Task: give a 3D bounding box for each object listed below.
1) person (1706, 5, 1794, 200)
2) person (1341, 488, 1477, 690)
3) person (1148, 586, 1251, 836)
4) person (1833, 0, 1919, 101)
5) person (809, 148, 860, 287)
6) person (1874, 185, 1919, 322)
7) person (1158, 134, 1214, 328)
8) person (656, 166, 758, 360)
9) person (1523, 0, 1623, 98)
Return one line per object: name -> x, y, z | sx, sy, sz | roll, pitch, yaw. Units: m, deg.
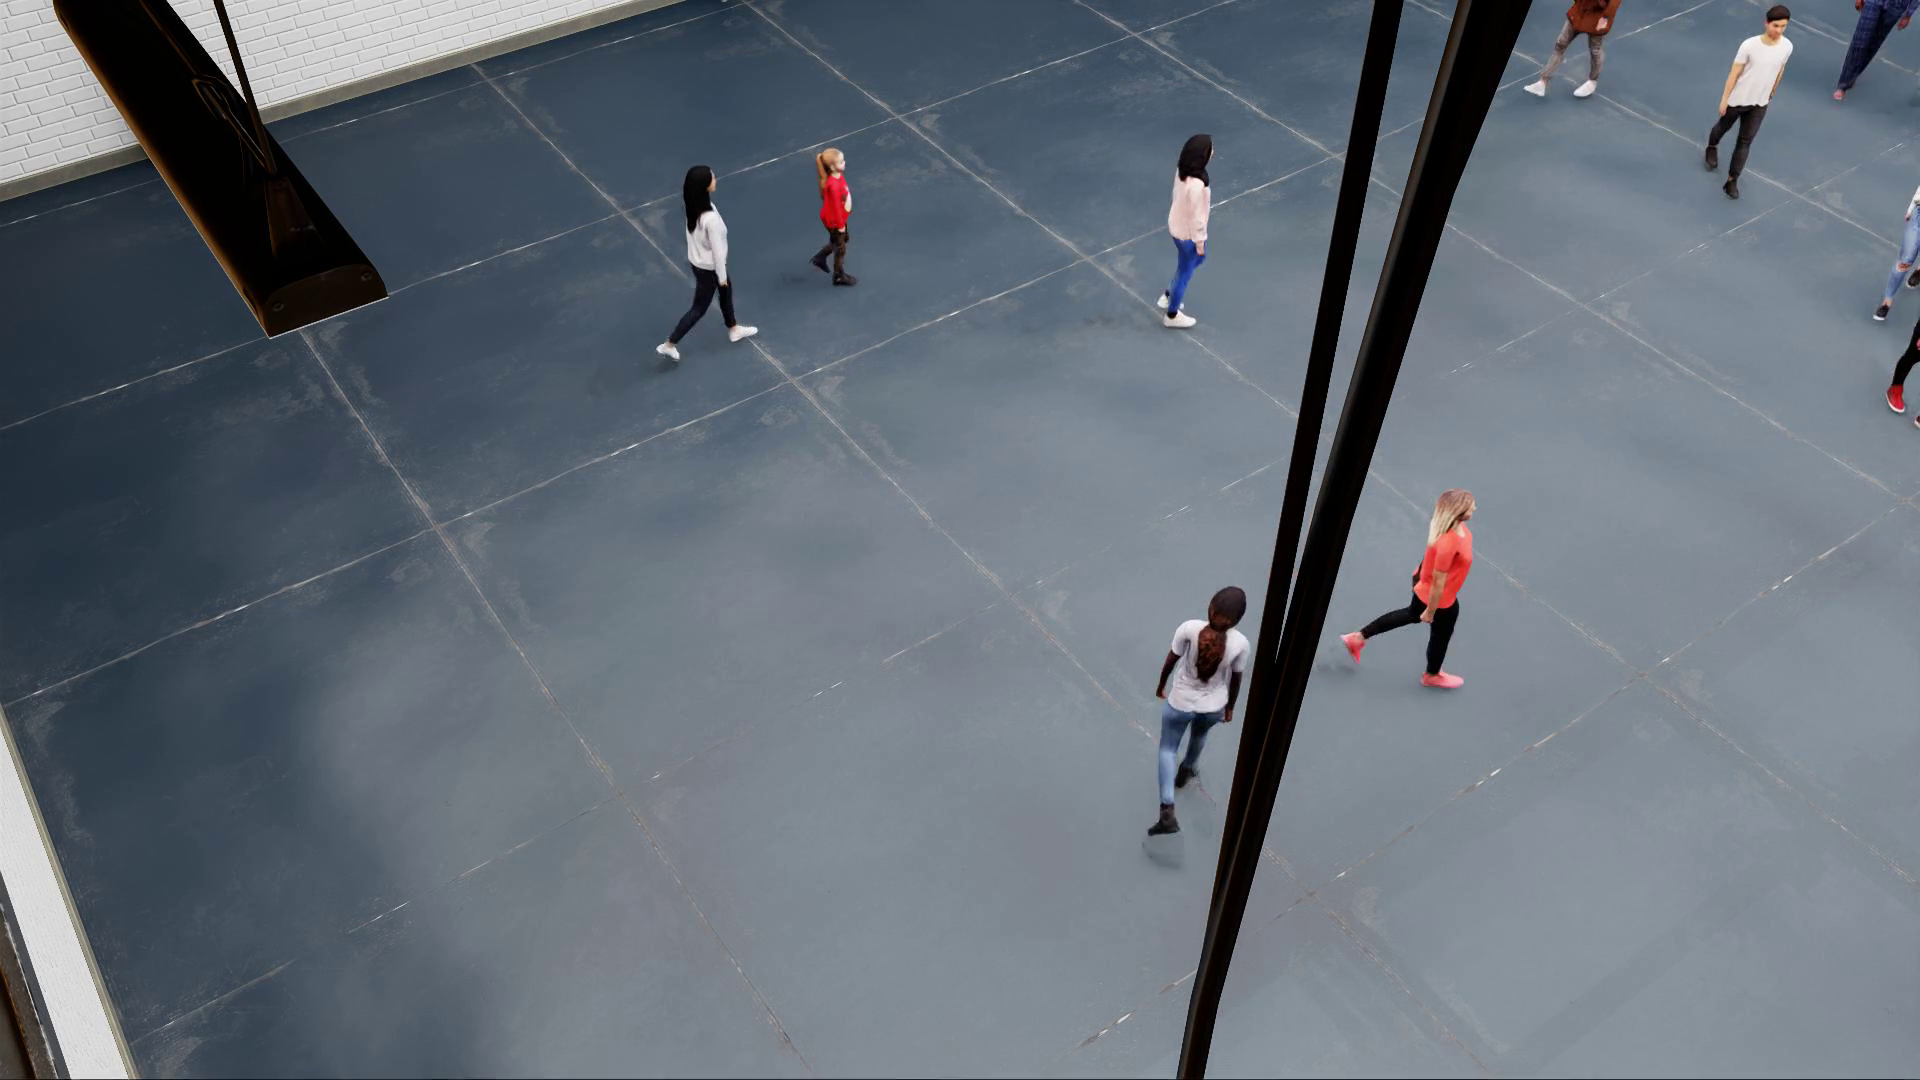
person -> 7.063, -4.020, 14.969 | 1.114, 1.683, 1.143 | 4, 44, 4
person -> 2.886, 0.305, 10.437 | 1.108, 1.672, 1.027 | 6, 44, 7
person -> 1.368, 1.015, 9.680 | 1.035, 1.689, 1.080 | 1, 44, 1
person -> 9.018, -5.233, 16.163 | 0.957, 1.792, 1.103 | 20, 47, 20
person -> -1.090, -2.684, 13.862 | 0.729, 1.276, 0.644 | -2, 44, -2
person -> 7.938, -2.621, 13.516 | 0.820, 1.661, 1.166 | 29, 51, 27
person -> 1.722, -2.442, 13.258 | 0.794, 1.759, 0.775 | -3, 44, -3
person -> -2.061, -2.123, 12.991 | 1.128, 1.665, 0.689 | -21, 47, -20
person -> 6.163, -5.099, 16.017 | 1.060, 1.800, 0.737 | -24, 48, -23
